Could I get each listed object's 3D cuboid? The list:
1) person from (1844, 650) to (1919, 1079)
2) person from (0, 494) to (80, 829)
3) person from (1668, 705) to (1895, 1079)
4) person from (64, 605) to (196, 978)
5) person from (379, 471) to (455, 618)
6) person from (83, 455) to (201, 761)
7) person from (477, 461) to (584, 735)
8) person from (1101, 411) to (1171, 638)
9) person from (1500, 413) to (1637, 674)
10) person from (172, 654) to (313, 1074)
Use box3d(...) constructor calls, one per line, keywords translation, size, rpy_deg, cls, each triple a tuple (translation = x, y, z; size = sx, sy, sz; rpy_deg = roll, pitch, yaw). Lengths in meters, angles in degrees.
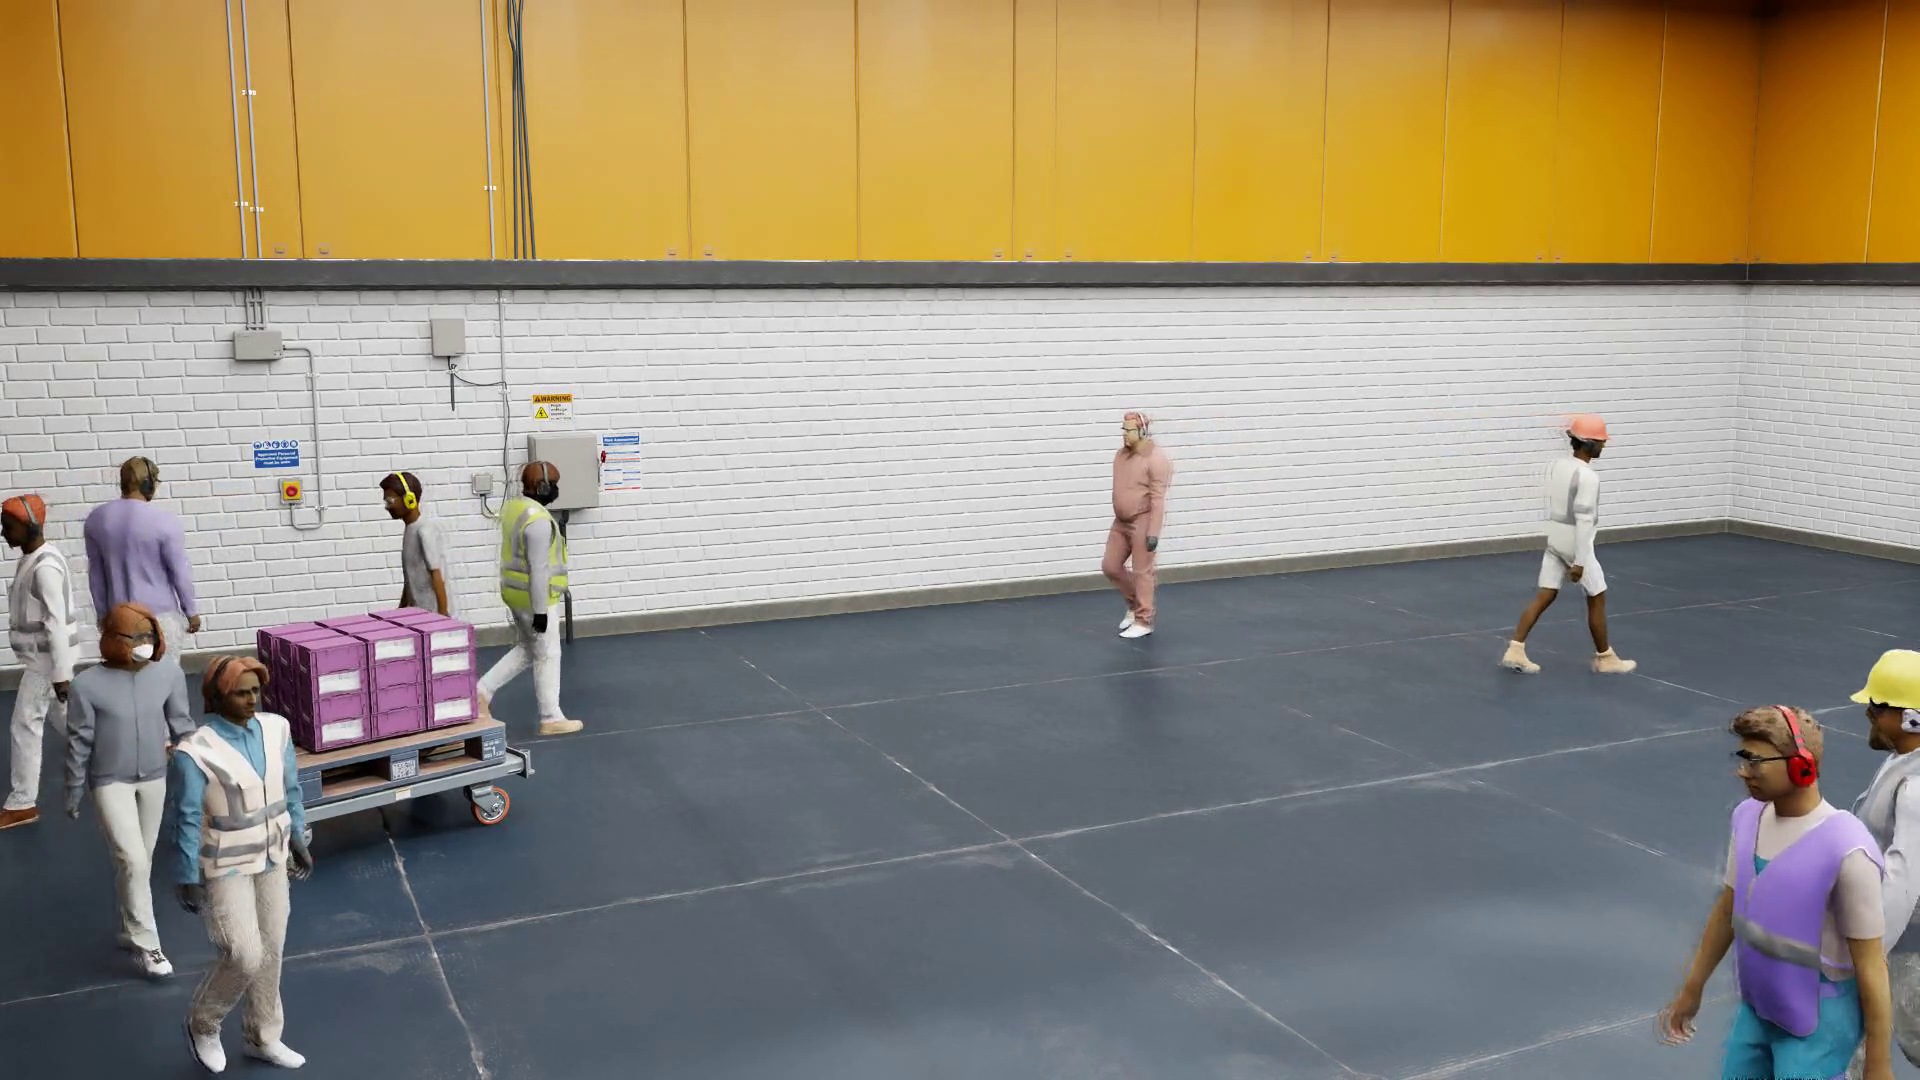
box3d(translation=(3.223, 1.257, 5.533), size=(0.839, 1.796, 0.582), rpy_deg=(5, 10, 26), cls="person")
box3d(translation=(-4.957, 0.648, 9.166), size=(0.884, 1.853, 0.609), rpy_deg=(-5, 11, -30), cls="person")
box3d(translation=(2.386, 1.377, 4.714), size=(0.563, 1.833, 0.628), rpy_deg=(0, 9, -2), cls="person")
box3d(translation=(-3.540, 1.078, 7.211), size=(0.693, 1.600, 0.522), rpy_deg=(6, 11, 34), cls="person")
box3d(translation=(-3.343, 0.501, 10.092), size=(0.807, 1.829, 0.551), rpy_deg=(-4, 10, -24), cls="person")
box3d(translation=(-5.009, 0.436, 10.227), size=(0.634, 1.920, 0.441), rpy_deg=(2, 9, 13), cls="person")
box3d(translation=(-2.867, 0.393, 10.834), size=(0.664, 1.824, 0.644), rpy_deg=(-5, 10, -28), cls="person")
box3d(translation=(1.438, -0.122, 13.785), size=(0.428, 1.890, 0.665), rpy_deg=(-6, 11, -34), cls="person")
box3d(translation=(4.579, 0.043, 12.473), size=(1.040, 2.000, 0.631), rpy_deg=(-2, 9, -10), cls="person")
box3d(translation=(-2.669, 1.227, 6.249), size=(0.360, 1.629, 0.519), rpy_deg=(4, 10, 21), cls="person")
